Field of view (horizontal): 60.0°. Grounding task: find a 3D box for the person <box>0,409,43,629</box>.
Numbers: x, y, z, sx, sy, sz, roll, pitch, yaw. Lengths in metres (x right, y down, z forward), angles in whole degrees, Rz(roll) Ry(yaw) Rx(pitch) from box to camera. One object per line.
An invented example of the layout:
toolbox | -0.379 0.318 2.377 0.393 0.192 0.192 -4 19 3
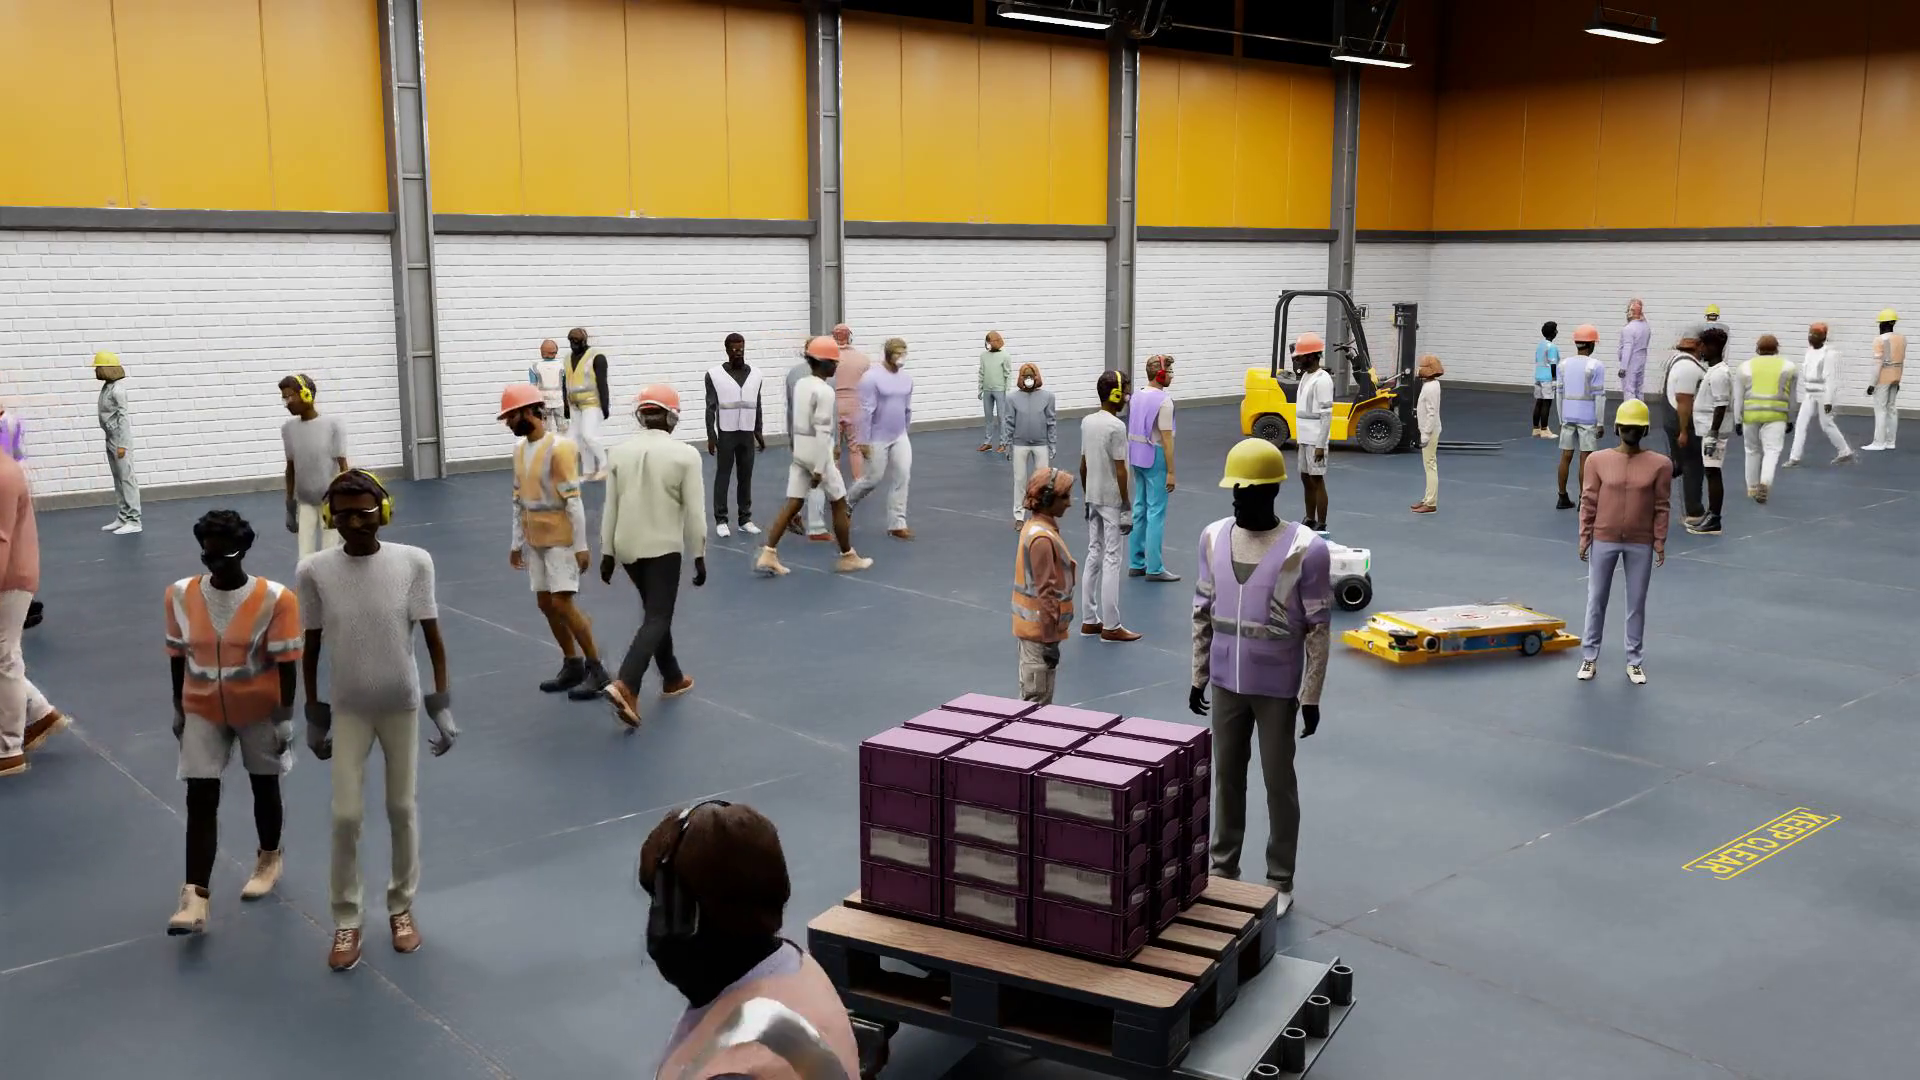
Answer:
person | -6.665 -0.263 11.407 0.522 1.927 0.561 5 11 26

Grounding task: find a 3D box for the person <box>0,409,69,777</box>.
person | -4.889 0.221 8.410 0.486 1.982 0.645 -9 13 -43

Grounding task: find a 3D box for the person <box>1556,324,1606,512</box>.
person | 6.427 -1.260 17.207 0.350 1.941 0.545 -7 12 -36

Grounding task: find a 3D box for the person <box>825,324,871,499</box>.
person | -1.281 -1.393 18.087 0.653 1.906 0.405 -1 10 -8

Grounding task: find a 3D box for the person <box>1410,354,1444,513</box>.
person | 4.804 -1.088 17.094 0.278 1.634 0.498 3 10 15

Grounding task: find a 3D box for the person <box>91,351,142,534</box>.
person | -8.054 -0.929 15.849 0.312 1.744 0.487 -8 13 -40

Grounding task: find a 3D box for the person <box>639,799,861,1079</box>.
person | -0.315 1.320 2.525 0.433 1.809 0.741 -1 10 -7

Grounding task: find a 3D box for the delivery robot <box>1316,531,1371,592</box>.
delivery robot | 2.736 0.177 12.572 0.707 0.478 0.477 2 10 12

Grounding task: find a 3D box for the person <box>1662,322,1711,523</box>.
person | 7.062 -1.167 16.369 0.816 2.000 0.699 3 10 16

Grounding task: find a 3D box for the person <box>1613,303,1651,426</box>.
person | 10.368 -2.694 25.703 0.646 1.907 0.401 -8 12 -39

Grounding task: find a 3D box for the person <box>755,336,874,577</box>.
person | -1.234 -0.678 13.690 1.038 1.997 0.615 -7 12 -36

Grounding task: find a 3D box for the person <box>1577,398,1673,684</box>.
person | 4.102 0.008 10.293 0.525 1.771 0.305 3 10 17

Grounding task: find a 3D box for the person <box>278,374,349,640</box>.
person | -4.474 -0.235 11.503 0.531 1.828 0.435 2 10 10

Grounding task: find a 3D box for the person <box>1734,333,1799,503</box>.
person | 8.629 -1.307 17.864 0.619 1.815 0.846 6 11 31

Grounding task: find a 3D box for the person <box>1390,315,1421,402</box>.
person | 7.086 -2.768 26.590 0.686 1.748 0.523 5 11 27

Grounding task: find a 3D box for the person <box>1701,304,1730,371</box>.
person | 12.517 -3.014 27.793 0.600 1.830 0.404 1 10 8

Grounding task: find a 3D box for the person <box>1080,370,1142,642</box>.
person | 1.021 -0.234 11.430 0.328 1.865 0.519 -6 11 -30

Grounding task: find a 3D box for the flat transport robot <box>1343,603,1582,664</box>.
flat transport robot | 3.366 0.610 11.142 1.431 0.197 0.652 -3 10 -19

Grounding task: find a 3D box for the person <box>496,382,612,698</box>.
person | -2.477 -0.001 9.986 0.614 1.889 0.469 9 13 42

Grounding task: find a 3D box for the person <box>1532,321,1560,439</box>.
person | 8.509 -2.317 24.098 0.315 1.700 0.541 -1 10 -5

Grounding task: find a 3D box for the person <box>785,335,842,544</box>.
person | -1.364 -0.921 15.319 0.480 1.907 0.720 -8 13 -41

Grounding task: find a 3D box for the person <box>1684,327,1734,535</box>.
person | 7.143 -1.031 15.798 0.367 1.963 0.609 4 11 24

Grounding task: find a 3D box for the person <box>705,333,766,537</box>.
person | -2.134 -1.000 15.757 0.597 1.916 0.371 -7 12 -34

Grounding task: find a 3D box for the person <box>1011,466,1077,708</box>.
person | 0.401 0.462 8.008 0.311 1.640 0.514 0 10 -2

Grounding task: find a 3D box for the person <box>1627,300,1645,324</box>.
person | 11.580 -3.188 28.688 0.405 1.892 0.723 3 10 19

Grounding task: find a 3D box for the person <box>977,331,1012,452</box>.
person | 0.458 -1.996 22.413 0.509 1.632 0.272 7 12 34

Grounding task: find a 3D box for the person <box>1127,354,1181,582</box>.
person | 1.553 -0.584 13.525 0.374 1.843 0.568 -4 11 -24

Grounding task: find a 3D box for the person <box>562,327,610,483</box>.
person | -4.353 -1.556 19.297 0.664 1.818 0.435 6 11 31

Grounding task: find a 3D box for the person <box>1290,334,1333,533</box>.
person | 3.206 -0.926 15.285 0.379 1.927 0.550 -2 10 -9

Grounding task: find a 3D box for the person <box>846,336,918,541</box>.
person | -0.765 -0.955 15.559 0.653 1.908 0.817 -9 13 -42

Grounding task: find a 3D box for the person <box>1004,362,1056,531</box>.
person | 0.674 -0.894 15.995 0.502 1.626 0.283 0 10 0

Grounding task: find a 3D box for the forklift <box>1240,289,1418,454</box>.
forklift | 5.034 -2.339 22.783 2.313 2.155 1.214 3 10 16

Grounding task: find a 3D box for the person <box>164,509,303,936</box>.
person | -2.862 0.704 6.521 0.544 1.649 0.863 -1 10 -7

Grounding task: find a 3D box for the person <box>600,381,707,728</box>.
person | -1.798 0.063 9.555 0.643 1.928 1.070 3 10 19

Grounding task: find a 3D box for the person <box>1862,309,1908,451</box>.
person | 12.543 -2.169 22.577 0.593 1.921 0.387 -5 11 -26

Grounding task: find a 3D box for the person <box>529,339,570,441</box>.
person | -4.903 -1.586 19.994 0.512 1.642 0.311 -2 10 -12

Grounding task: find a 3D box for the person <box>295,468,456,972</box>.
person | -2.181 0.655 6.240 0.527 1.861 0.420 -4 10 -20

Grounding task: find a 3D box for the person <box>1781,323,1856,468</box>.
person | 10.754 -1.797 20.714 0.923 1.834 0.622 -2 10 -11

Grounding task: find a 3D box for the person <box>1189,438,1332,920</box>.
person | 1.170 0.552 6.639 0.595 1.925 0.371 8 13 39
